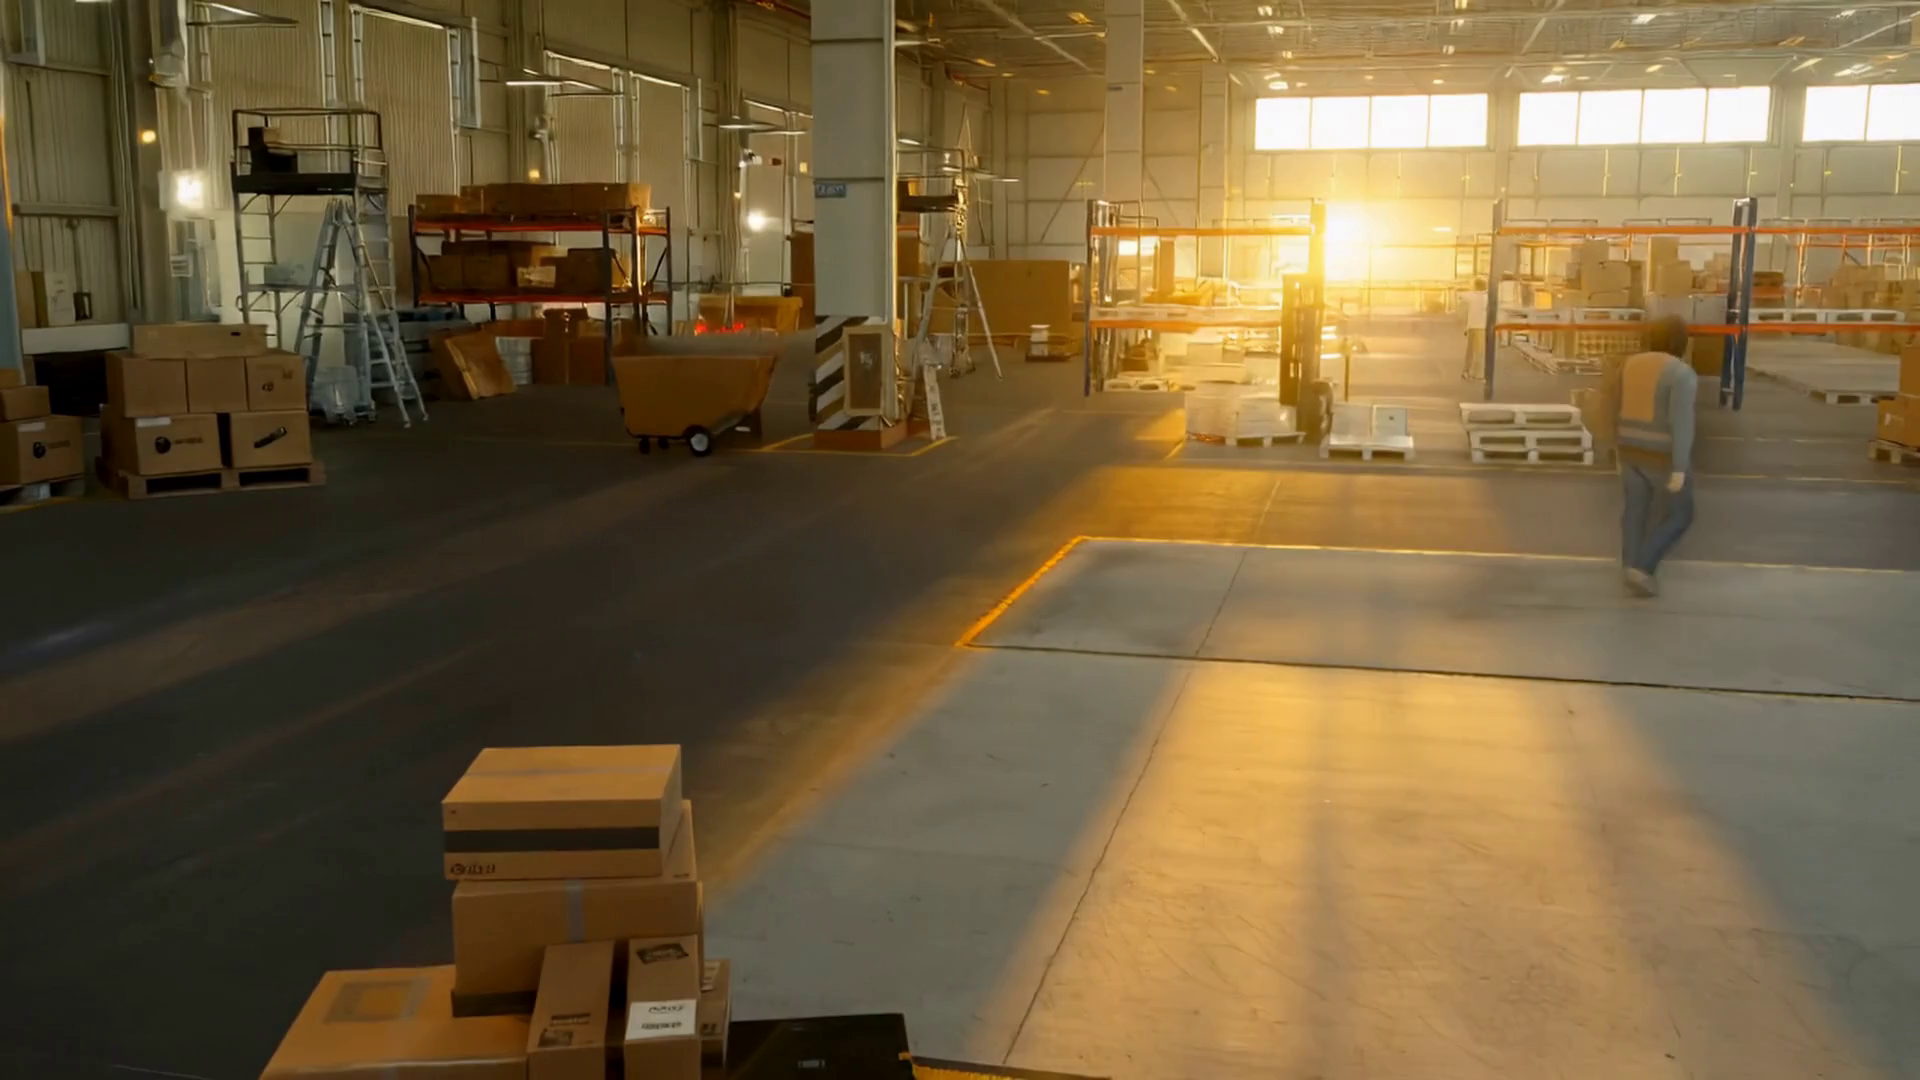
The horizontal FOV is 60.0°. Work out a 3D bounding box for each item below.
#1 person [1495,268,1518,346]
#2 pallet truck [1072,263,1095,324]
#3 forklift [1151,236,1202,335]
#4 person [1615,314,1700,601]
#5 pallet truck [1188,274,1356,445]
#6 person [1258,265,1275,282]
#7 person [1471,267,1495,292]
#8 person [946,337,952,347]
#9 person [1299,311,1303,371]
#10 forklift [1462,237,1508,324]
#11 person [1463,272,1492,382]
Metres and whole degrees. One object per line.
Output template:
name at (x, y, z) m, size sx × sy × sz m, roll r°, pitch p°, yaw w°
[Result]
person at (13.406, -5.710, 40.839) m, size 0.557 × 1.925 × 0.632 m, roll 3°, pitch 10°, yaw 15°
pallet truck at (4.325, -8.180, 55.162) m, size 0.823 × 1.965 × 1.885 m, roll 6°, pitch 11°, yaw 31°
forklift at (5.866, -7.214, 46.878) m, size 1.873 × 2.768 × 1.129 m, roll 2°, pitch 10°, yaw 14°
person at (4.371, -0.500, 10.461) m, size 0.433 × 1.829 × 0.632 m, roll -4°, pitch 11°, yaw -24°
pallet truck at (3.653, -2.138, 19.590) m, size 1.885 × 1.965 × 0.823 m, roll -4°, pitch 10°, yaw -20°
person at (11.289, -9.228, 61.606) m, size 0.841 × 1.909 × 0.647 m, roll -9°, pitch 13°, yaw -41°
person at (15.942, -7.372, 50.764) m, size 0.676 × 1.871 × 1.077 m, roll 5°, pitch 11°, yaw 27°
person at (-0.099, -5.579, 40.827) m, size 0.533 × 1.664 × 0.837 m, roll 5°, pitch 11°, yaw 25°
person at (6.730, -4.107, 31.968) m, size 0.486 × 1.738 × 0.340 m, roll -8°, pitch 13°, yaw -41°
forklift at (16.902, -8.131, 52.281) m, size 1.873 × 2.768 × 1.129 m, roll 1°, pitch 10°, yaw 7°
person at (9.082, -3.725, 29.146) m, size 0.384 × 1.923 × 0.590 m, roll -6°, pitch 12°, yaw -34°
